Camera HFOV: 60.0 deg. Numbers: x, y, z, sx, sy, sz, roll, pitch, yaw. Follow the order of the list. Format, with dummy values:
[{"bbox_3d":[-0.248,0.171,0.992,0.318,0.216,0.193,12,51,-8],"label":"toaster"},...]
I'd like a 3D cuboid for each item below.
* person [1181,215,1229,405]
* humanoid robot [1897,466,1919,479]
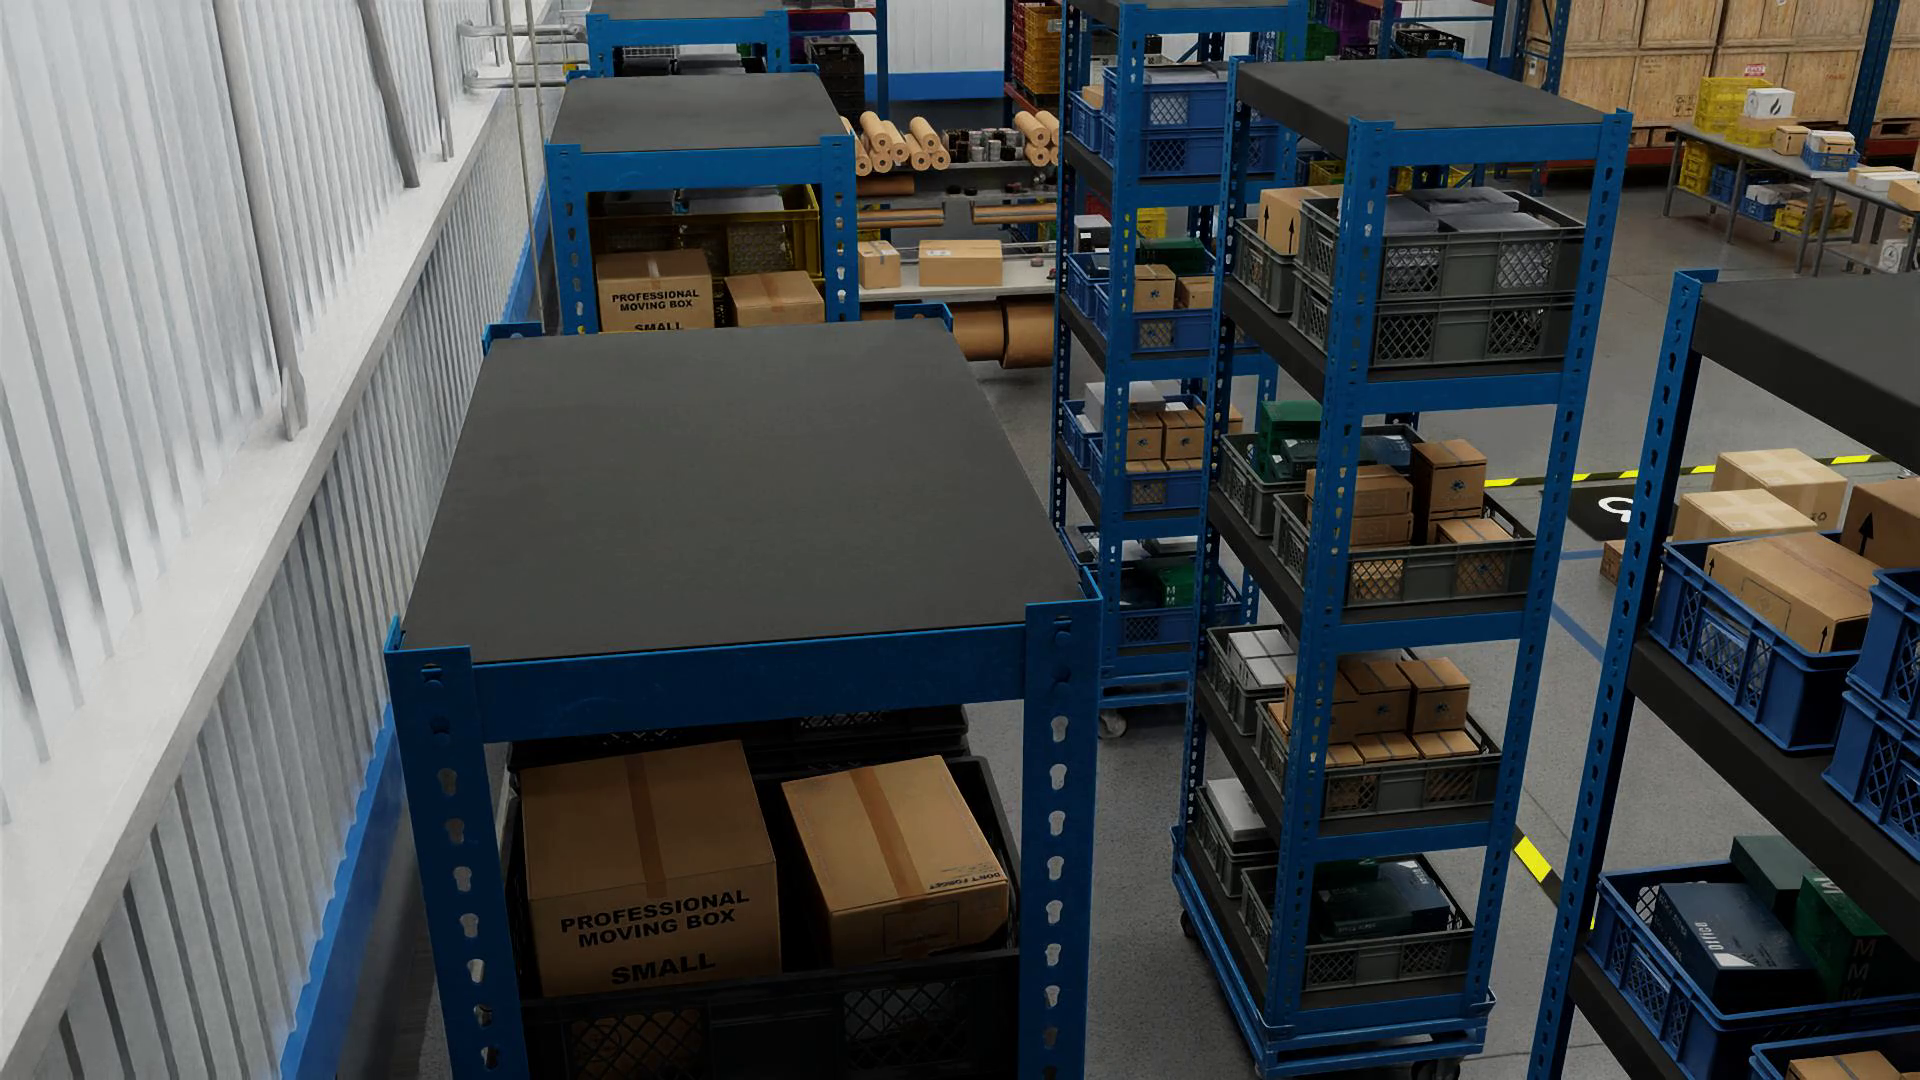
[{"bbox_3d":[1.621,-1.276,11.176,0.386,1.850,0.598,-5,25,-11],"label":"person"},{"bbox_3d":[6.431,-1.141,10.867,0.735,1.673,0.533,-11,27,-22],"label":"humanoid robot"}]
